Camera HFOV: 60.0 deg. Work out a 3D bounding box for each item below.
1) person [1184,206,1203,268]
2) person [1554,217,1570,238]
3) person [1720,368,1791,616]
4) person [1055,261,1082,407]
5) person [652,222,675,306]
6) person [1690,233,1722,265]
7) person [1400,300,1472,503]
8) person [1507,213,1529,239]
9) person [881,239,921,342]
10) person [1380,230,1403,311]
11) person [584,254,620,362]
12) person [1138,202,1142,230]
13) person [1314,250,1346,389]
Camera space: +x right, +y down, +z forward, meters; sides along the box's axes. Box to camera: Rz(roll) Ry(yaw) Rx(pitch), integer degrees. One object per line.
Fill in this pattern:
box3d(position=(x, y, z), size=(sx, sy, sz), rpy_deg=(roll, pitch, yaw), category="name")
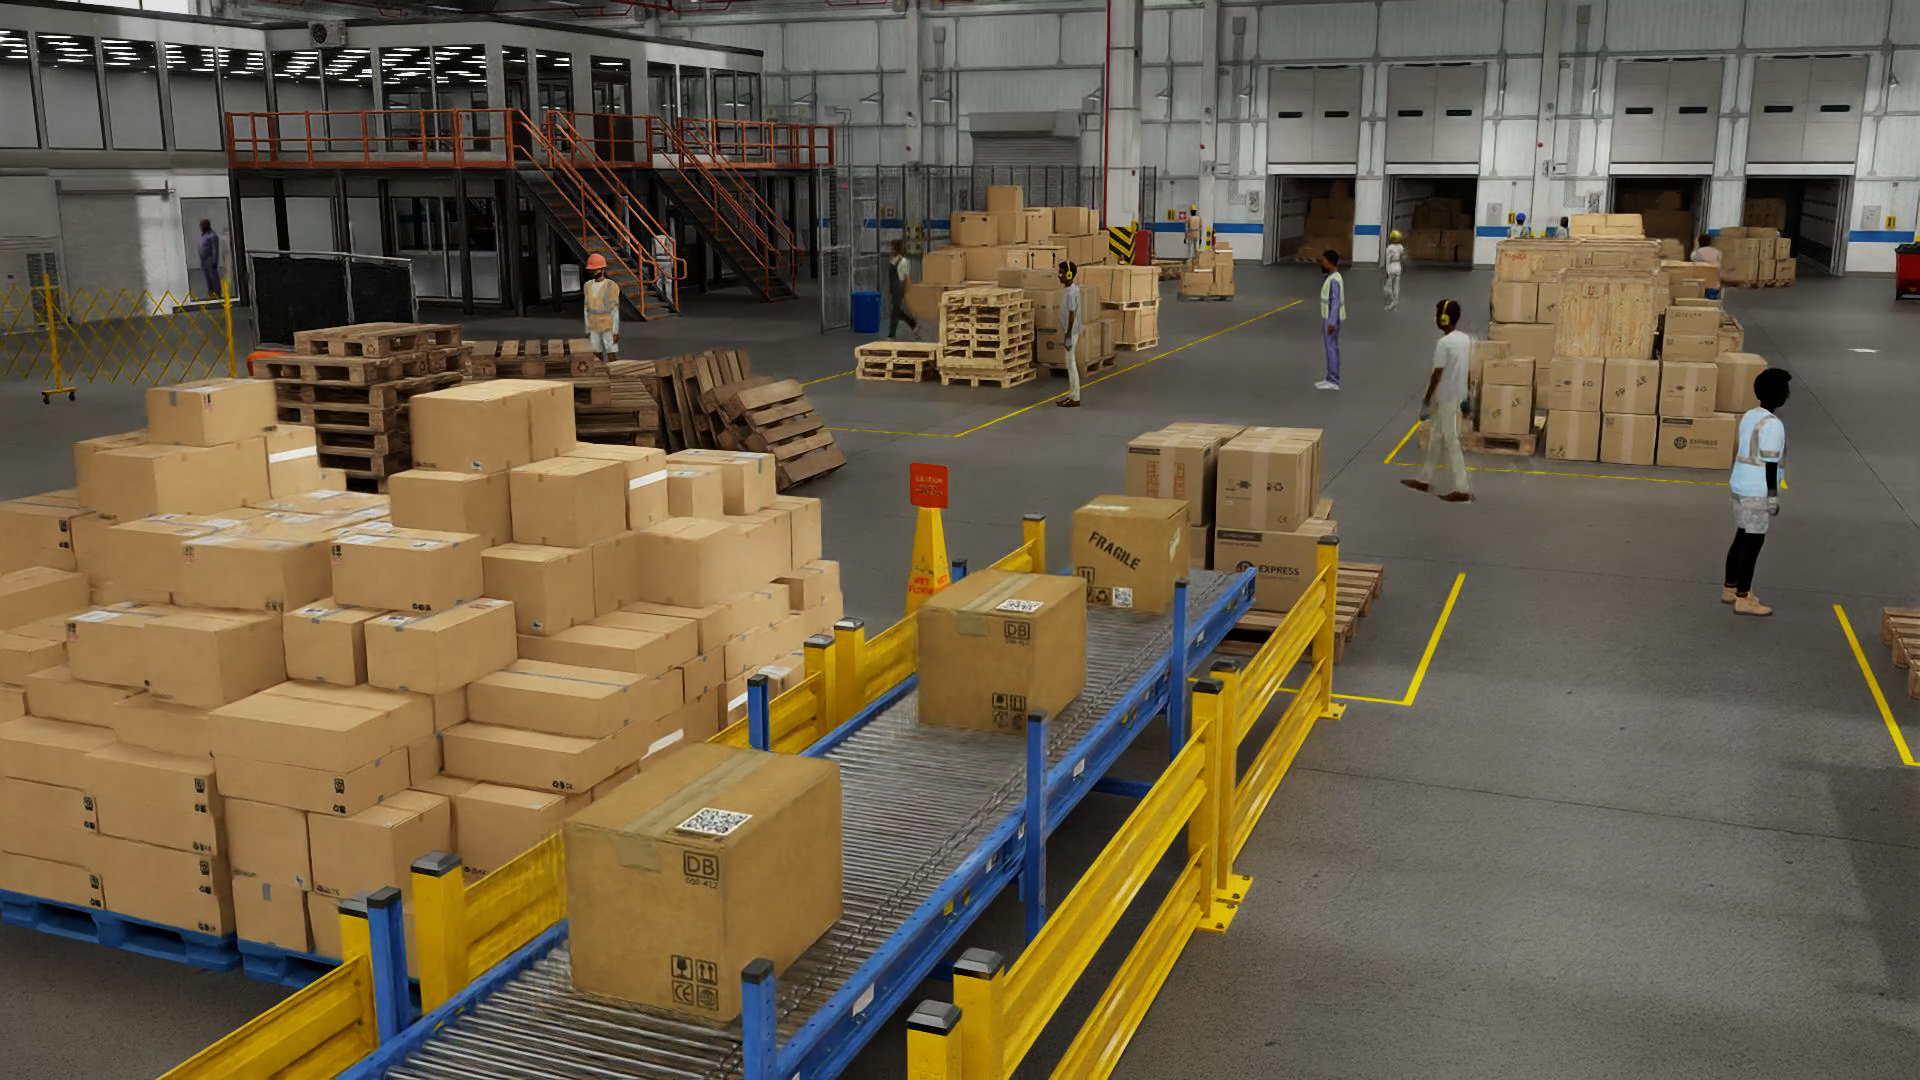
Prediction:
box3d(position=(7.135, -9.265, 50.921), size=(0.585, 1.918, 0.379), rpy_deg=(-3, 13, -14), category="person")
box3d(position=(15.680, -7.521, 43.377), size=(0.909, 1.795, 0.619), rpy_deg=(7, 14, 29), category="person")
box3d(position=(5.453, -0.333, 11.381), size=(0.320, 1.693, 0.537), rpy_deg=(2, 13, 8), category="person")
box3d(position=(1.393, -2.628, 21.295), size=(0.329, 1.862, 0.505), rpy_deg=(1, 13, 5), category="person")
box3d(position=(-6.437, -5.970, 36.220), size=(0.578, 1.882, 0.346), rpy_deg=(7, 14, 28), category="person")
box3d(position=(14.027, -4.852, 31.334), size=(0.628, 1.826, 0.633), rpy_deg=(-1, 13, -4), category="person")
box3d(position=(4.391, -1.282, 15.299), size=(0.879, 1.835, 0.566), rpy_deg=(11, 17, 40), category="person")
box3d(position=(13.876, -7.152, 41.371), size=(0.397, 1.949, 0.603), rpy_deg=(-10, 16, -39), category="person")
box3d(position=(-1.034, -4.387, 29.273), size=(0.731, 1.819, 0.519), rpy_deg=(-7, 14, -27), category="person")
box3d(position=(9.266, -5.777, 35.703), size=(0.496, 1.722, 0.531), rpy_deg=(-6, 14, -25), category="person")
box3d(position=(-4.716, -2.785, 21.848), size=(0.541, 1.928, 0.398), rpy_deg=(6, 14, 24), category="person")
box3d(position=(5.637, -9.816, 53.219), size=(0.397, 1.992, 0.621), rpy_deg=(-4, 13, -18), category="person")
box3d(position=(5.144, -3.042, 23.009), size=(0.389, 1.918, 0.590), rpy_deg=(2, 13, 7), category="person")
